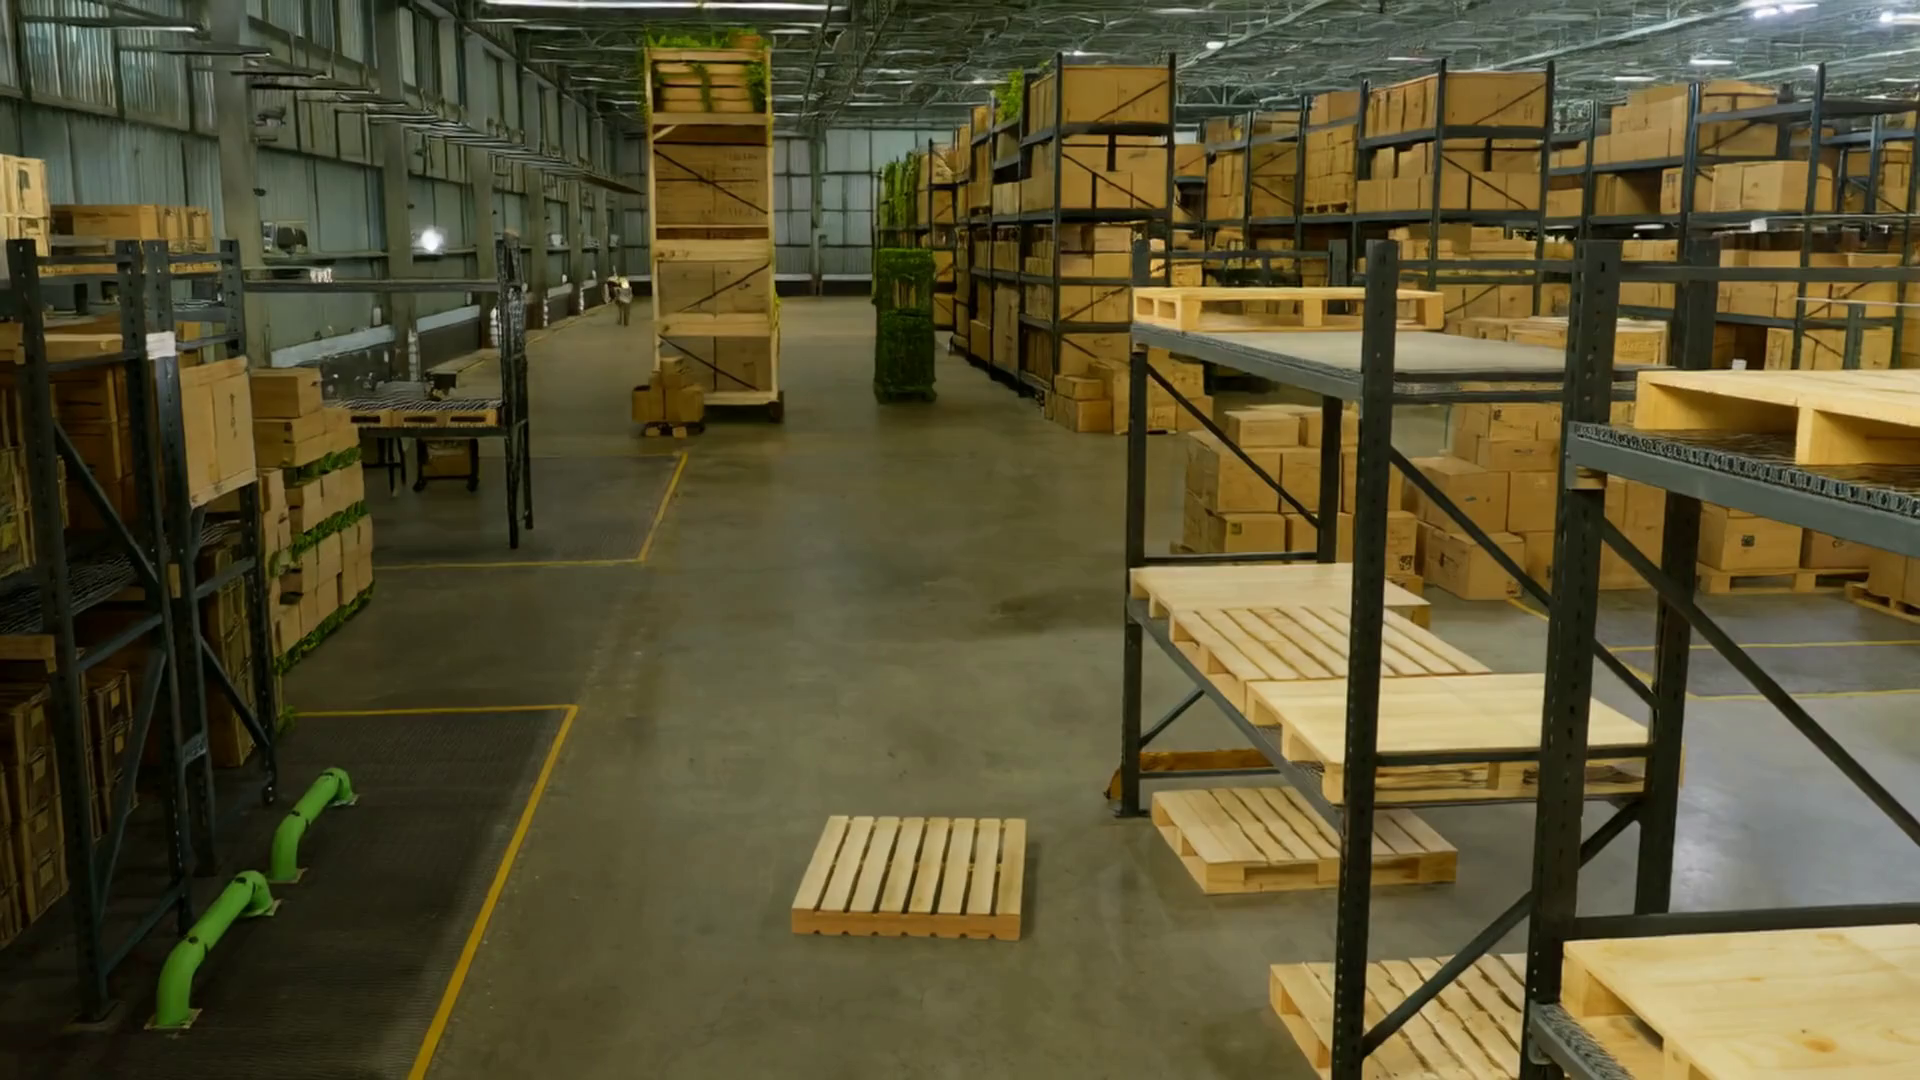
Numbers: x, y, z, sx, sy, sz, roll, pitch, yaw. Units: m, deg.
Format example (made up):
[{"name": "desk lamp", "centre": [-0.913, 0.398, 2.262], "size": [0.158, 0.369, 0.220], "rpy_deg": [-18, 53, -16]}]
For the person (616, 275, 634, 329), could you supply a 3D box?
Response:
[{"name": "person", "centre": [-11.484, -8.148, 56.915], "size": [0.616, 1.871, 0.924], "rpy_deg": [-5, 11, -26]}]

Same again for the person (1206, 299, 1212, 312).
[{"name": "person", "centre": [6.894, -6.088, 46.187], "size": [0.718, 1.610, 0.502], "rpy_deg": [4, 11, 22]}]

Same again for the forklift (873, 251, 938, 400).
[{"name": "forklift", "centre": [-1.080, -4.148, 31.917], "size": [1.129, 2.768, 1.873], "rpy_deg": [-1, 10, -6]}]

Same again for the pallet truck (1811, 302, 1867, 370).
[{"name": "pallet truck", "centre": [15.846, -3.142, 28.793], "size": [1.885, 1.965, 0.823], "rpy_deg": [2, 10, 12]}]

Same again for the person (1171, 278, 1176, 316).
[{"name": "person", "centre": [5.556, -6.041, 44.823], "size": [0.643, 2.013, 0.658], "rpy_deg": [-1, 10, -7]}]

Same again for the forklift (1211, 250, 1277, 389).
[{"name": "forklift", "centre": [5.902, -4.590, 34.365], "size": [1.129, 2.768, 1.873], "rpy_deg": [3, 11, 18]}]
